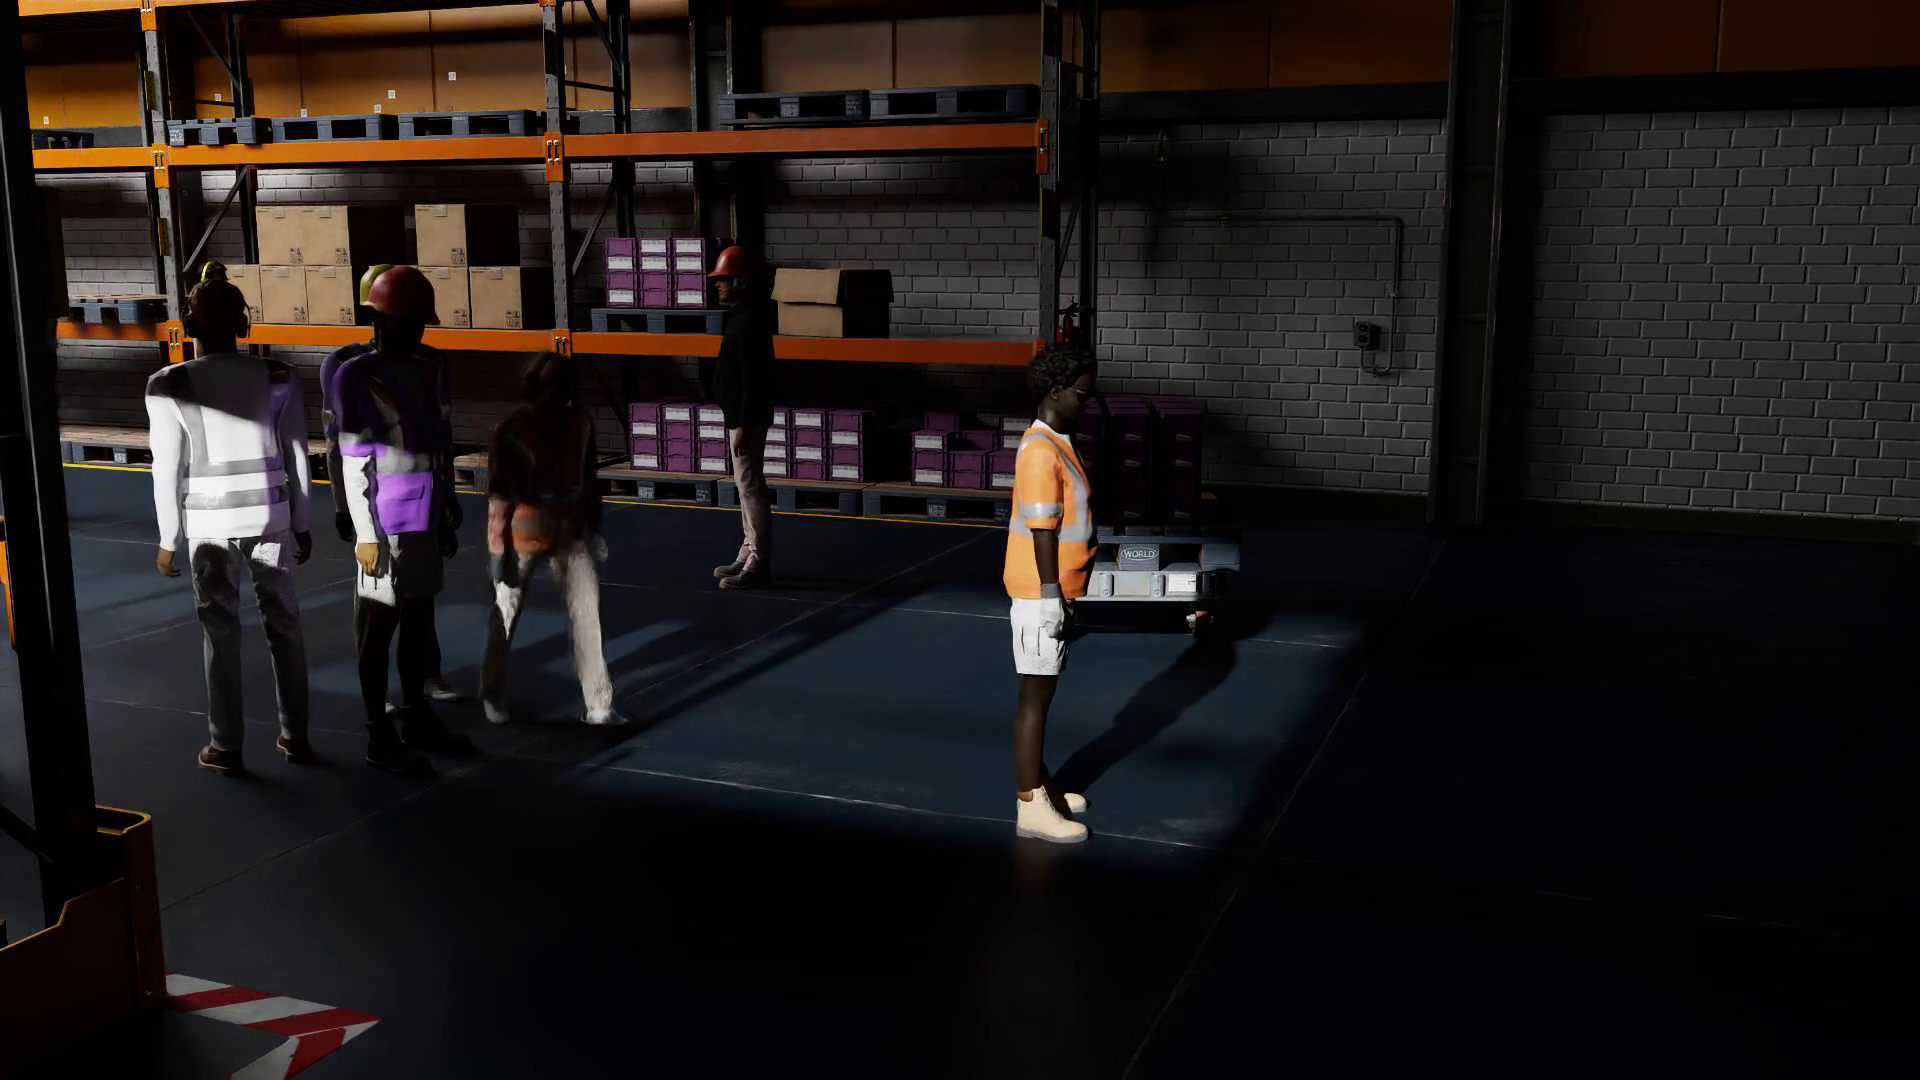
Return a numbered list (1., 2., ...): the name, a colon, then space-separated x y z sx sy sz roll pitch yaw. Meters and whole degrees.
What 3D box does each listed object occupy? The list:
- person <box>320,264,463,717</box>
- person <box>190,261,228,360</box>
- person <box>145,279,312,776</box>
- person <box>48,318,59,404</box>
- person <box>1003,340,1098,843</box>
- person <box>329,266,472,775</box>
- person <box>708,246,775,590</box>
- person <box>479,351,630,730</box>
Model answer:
1. person: -2.422 -0.214 7.166 0.367 1.927 0.590 9 14 41
2. person: -5.972 -1.298 13.373 0.309 1.868 0.535 0 10 -2
3. person: -2.758 -0.043 6.338 0.573 1.883 0.354 -8 13 -38
4. person: -6.827 -1.101 12.065 0.424 1.950 0.602 9 13 40
5. person: 0.311 0.168 5.691 0.320 1.693 0.531 1 10 6
6. person: -2.128 -0.077 6.404 0.374 1.928 0.543 3 11 18
7. person: -1.267 -0.709 9.739 0.375 1.995 0.611 -2 10 -12
8. person: -1.683 0.018 6.842 0.884 1.569 0.524 10 14 44
